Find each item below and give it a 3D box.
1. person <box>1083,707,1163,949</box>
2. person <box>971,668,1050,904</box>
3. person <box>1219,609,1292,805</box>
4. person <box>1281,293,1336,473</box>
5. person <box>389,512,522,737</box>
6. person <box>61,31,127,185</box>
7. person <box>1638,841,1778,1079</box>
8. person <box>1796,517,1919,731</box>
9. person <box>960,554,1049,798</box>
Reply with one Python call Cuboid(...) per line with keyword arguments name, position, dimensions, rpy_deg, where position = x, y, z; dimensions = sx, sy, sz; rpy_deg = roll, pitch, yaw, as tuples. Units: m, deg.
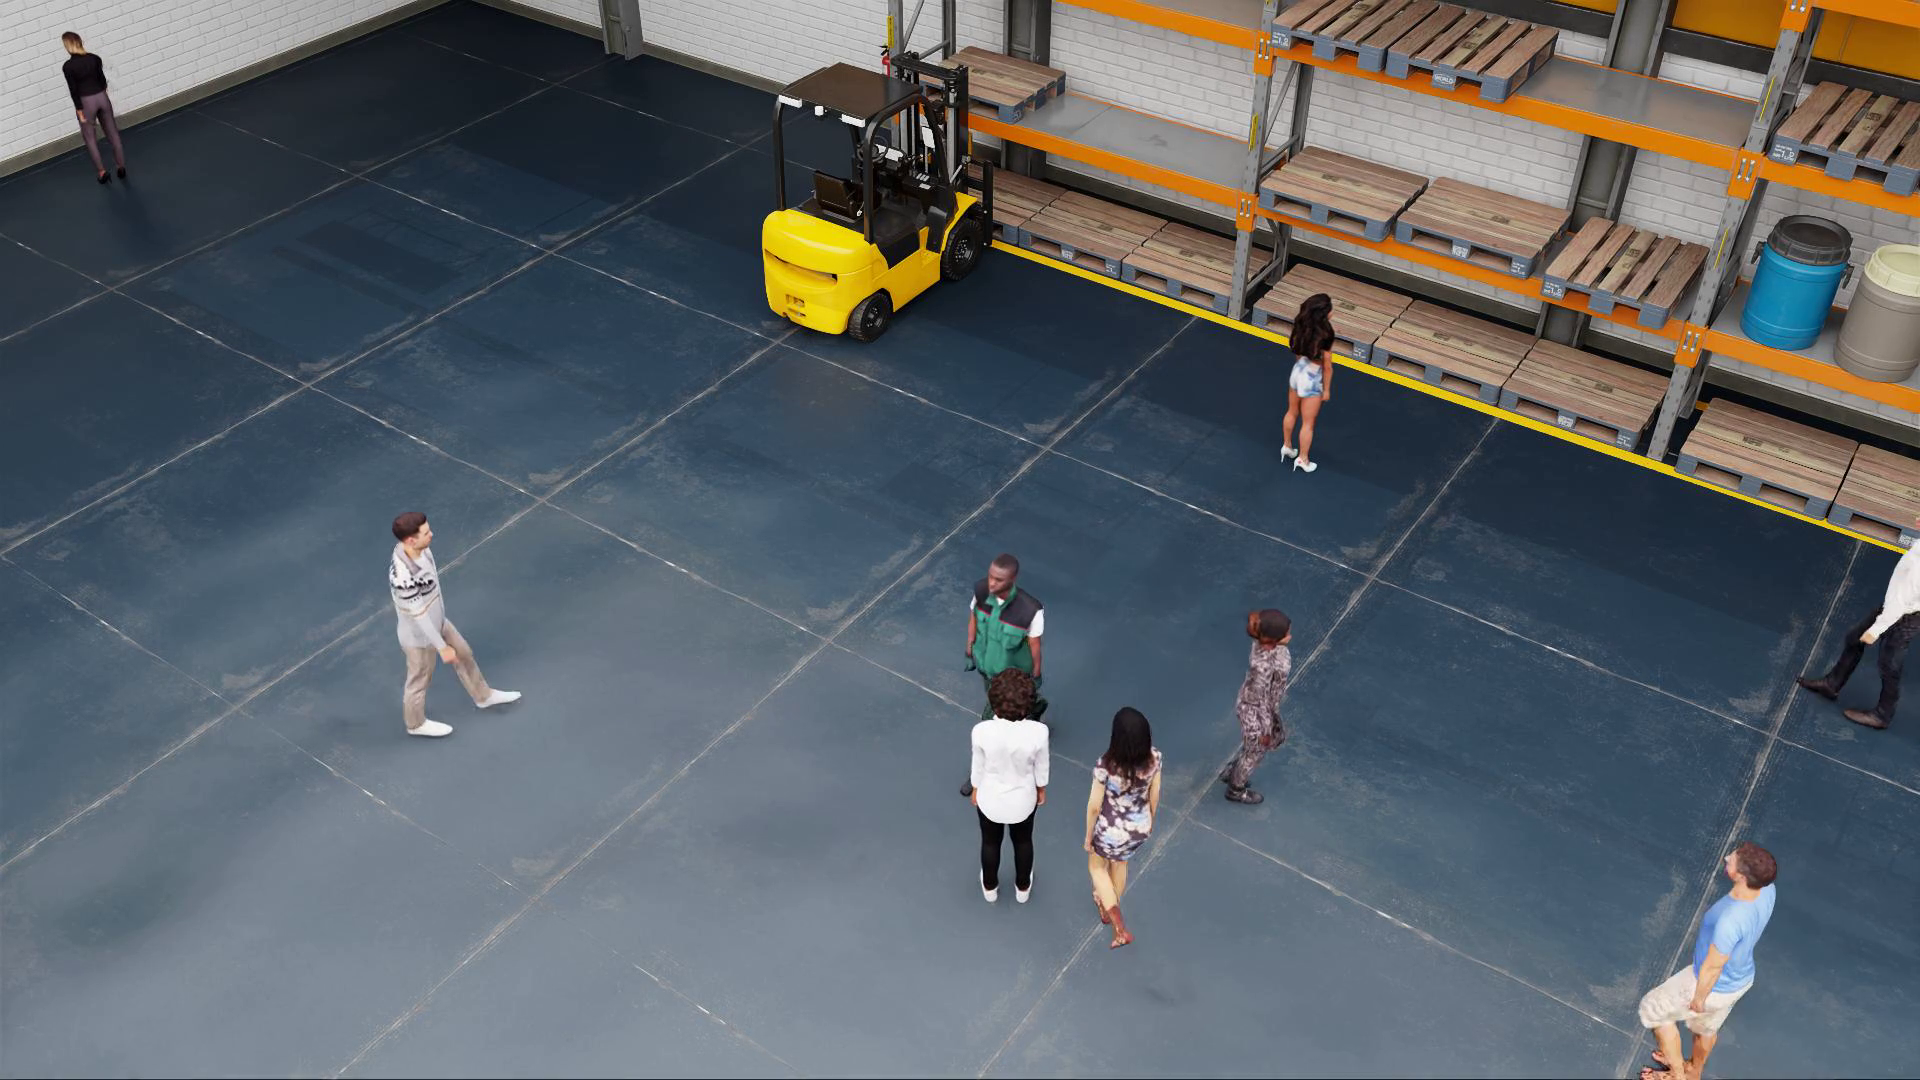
Cuboid(name="person", position=(0.979, 1.733, 9.716), dimensions=(0.876, 1.721, 0.955), rpy_deg=(-12, 40, -14))
Cuboid(name="person", position=(0.285, 1.499, 9.939), dimensions=(0.687, 1.807, 0.766), rpy_deg=(-3, 39, -4))
Cuboid(name="person", position=(1.807, 1.069, 10.561), dimensions=(0.733, 1.704, 0.693), rpy_deg=(7, 39, 9))
Cuboid(name="person", position=(2.835, -1.283, 13.567), dimensions=(0.715, 1.626, 0.627), rpy_deg=(-17, 42, -20))
Cuboid(name="person", position=(-3.657, 0.597, 11.054), dimensions=(1.139, 1.826, 1.054), rpy_deg=(-2, 39, -3))
Cuboid(name="person", position=(-9.153, -4.580, 17.662), dimensions=(0.502, 1.670, 0.591), rpy_deg=(24, 44, 27))
Cuboid(name="person", position=(4.087, 2.360, 8.826), dimensions=(0.741, 1.851, 0.760), rpy_deg=(-24, 45, -27))
Cuboid(name="person", position=(6.356, 0.554, 11.084), dimensions=(0.869, 1.855, 0.703), rpy_deg=(21, 43, 24))
Cuboid(name="person", position=(0.332, 0.785, 10.836), dimensions=(1.142, 1.804, 0.812), rpy_deg=(28, 46, 30))
